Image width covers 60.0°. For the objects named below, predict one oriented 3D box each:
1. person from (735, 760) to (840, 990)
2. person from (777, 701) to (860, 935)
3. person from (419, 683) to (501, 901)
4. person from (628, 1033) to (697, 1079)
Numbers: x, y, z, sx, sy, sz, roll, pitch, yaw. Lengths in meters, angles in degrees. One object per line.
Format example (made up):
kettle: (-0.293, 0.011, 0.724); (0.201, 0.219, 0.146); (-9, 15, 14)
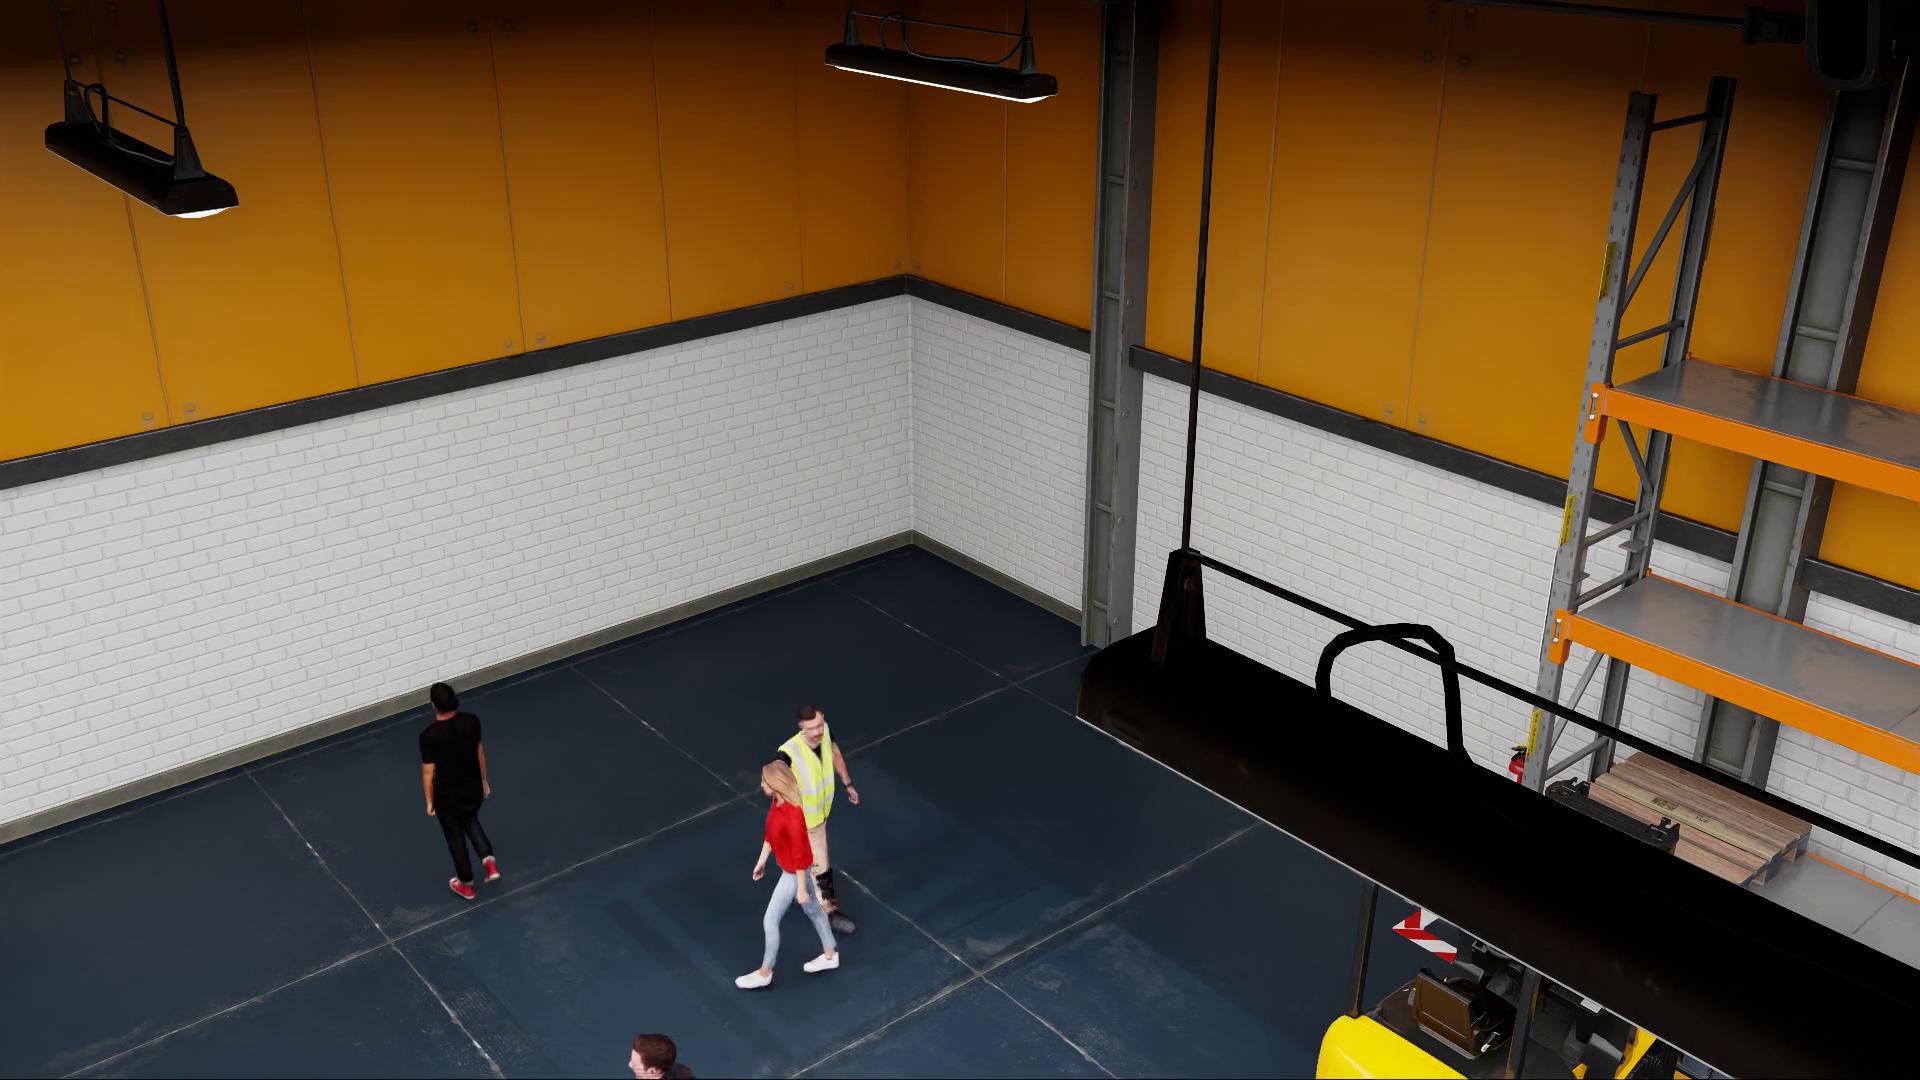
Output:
person: (-1.046, 2.254, 11.313); (0.928, 1.657, 1.009); (-7, 25, -15)
person: (-1.147, 1.908, 11.918); (1.094, 1.807, 0.936); (10, 26, 22)
person: (-3.610, 1.862, 12.098); (0.724, 1.747, 0.668); (20, 31, 38)
person: (-1.419, 3.343, 8.557); (1.292, 1.869, 1.228); (2, 24, 5)
